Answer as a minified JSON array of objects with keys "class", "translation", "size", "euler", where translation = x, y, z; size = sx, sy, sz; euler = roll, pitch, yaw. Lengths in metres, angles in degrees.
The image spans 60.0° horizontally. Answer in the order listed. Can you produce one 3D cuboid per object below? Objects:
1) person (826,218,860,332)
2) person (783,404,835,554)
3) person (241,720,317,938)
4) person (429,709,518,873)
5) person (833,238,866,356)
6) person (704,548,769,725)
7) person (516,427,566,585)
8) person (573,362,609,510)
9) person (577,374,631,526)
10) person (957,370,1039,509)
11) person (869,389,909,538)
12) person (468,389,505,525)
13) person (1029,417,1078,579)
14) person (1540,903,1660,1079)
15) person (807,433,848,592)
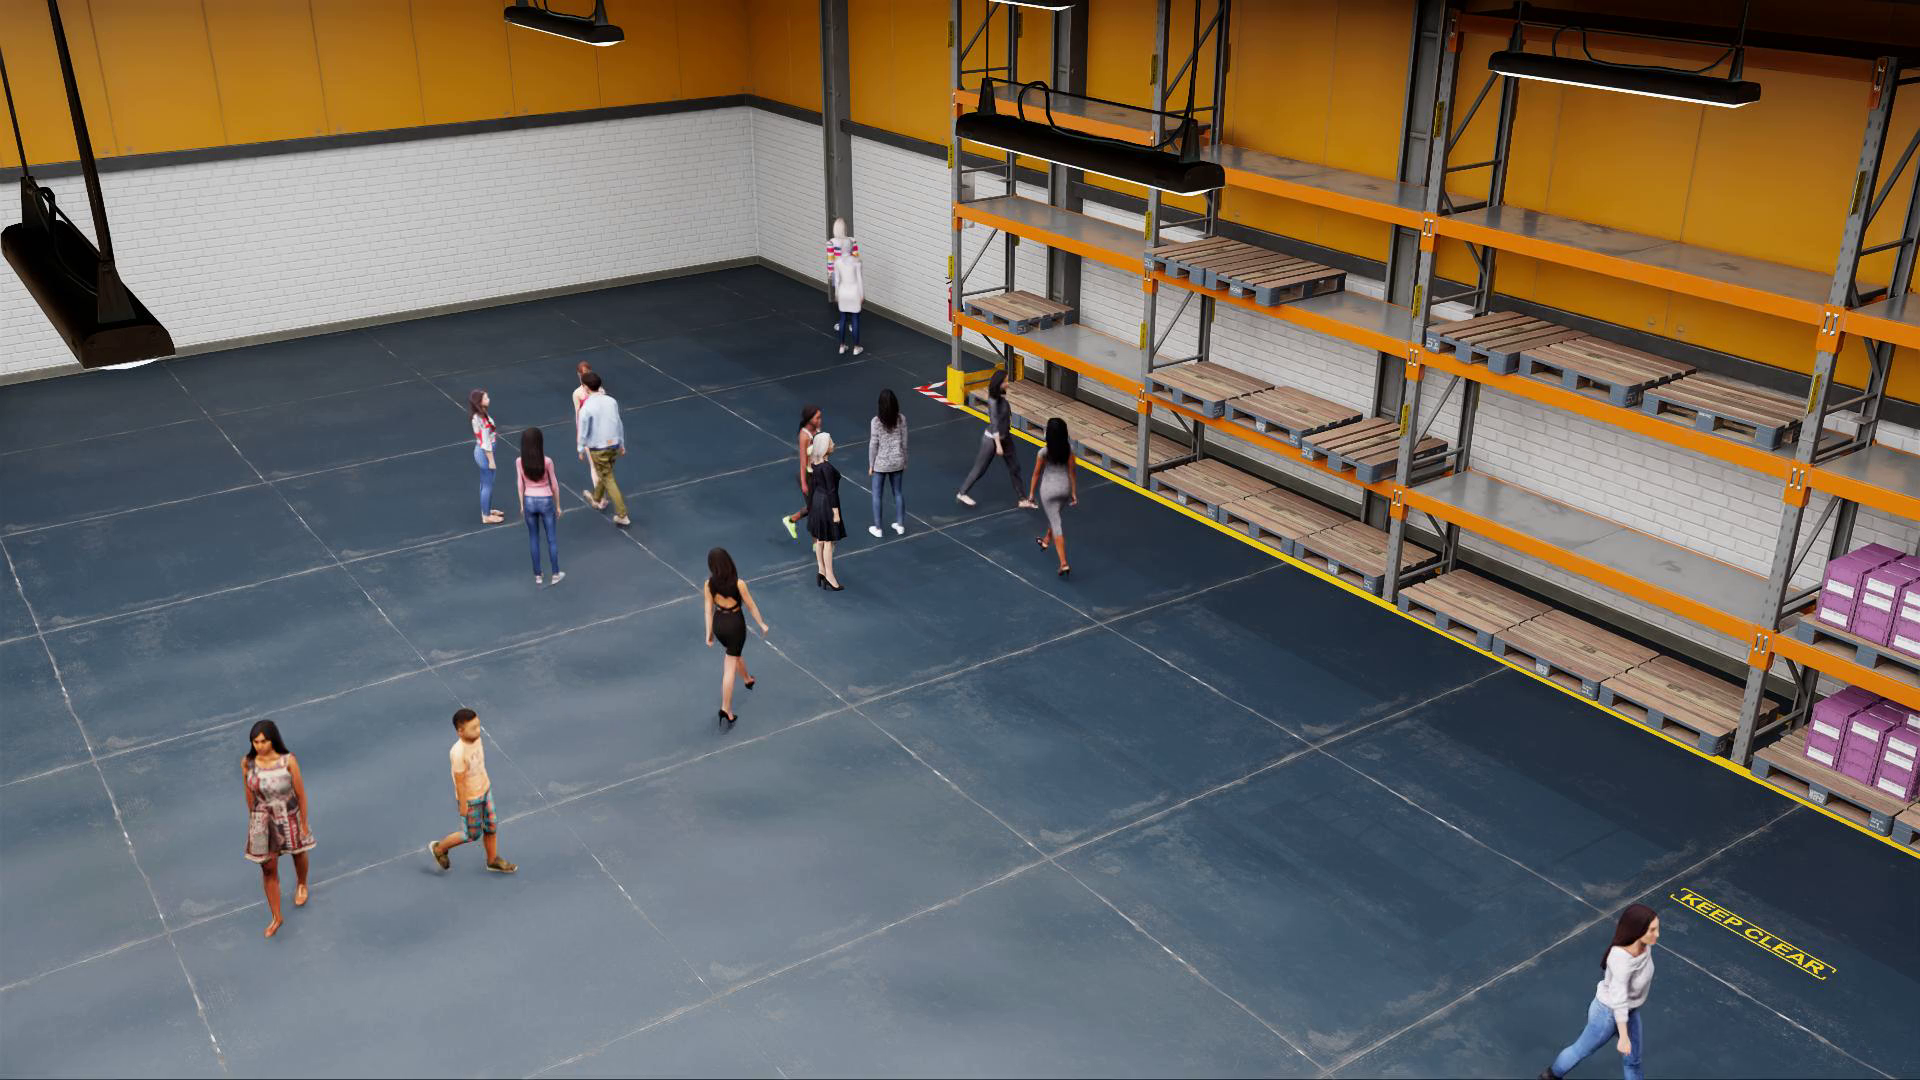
[{"class":"person","translation":[-1.865,-4.222,26.431],"size":[0.714,1.808,0.651],"euler":[-5,24,-12]},{"class":"person","translation":[-1.727,-0.679,18.413],"size":[1.002,1.738,0.830],"euler":[12,26,25]},{"class":"person","translation":[-5.032,2.024,12.374],"size":[0.887,1.621,1.037],"euler":[-3,24,-8]},{"class":"person","translation":[-3.803,1.947,12.774],"size":[0.926,1.443,0.858],"euler":[4,24,10]},{"class":"person","translation":[-1.690,-3.705,25.291],"size":[0.652,1.774,0.750],"euler":[9,25,20]},{"class":"person","translation":[-2.107,0.895,14.989],"size":[1.088,1.596,1.096],"euler":[8,25,18]},{"class":"person","translation":[-4.487,-0.375,17.712],"size":[0.650,1.742,0.669],"euler":[0,24,-1]},{"class":"person","translation":[-4.314,-1.201,19.666],"size":[0.870,1.691,1.239],"euler":[-6,24,-14]},{"class":"person","translation":[-4.044,-1.001,19.111],"size":[1.230,1.769,0.898],"euler":[20,30,38]},{"class":"person","translation":[0.331,-1.141,19.514],"size":[1.258,1.703,1.088],"euler":[7,25,16]},{"class":"person","translation":[-0.810,-0.875,18.875],"size":[0.659,1.727,0.588],"euler":[-10,26,-22]},{"class":"person","translation":[-5.509,-0.985,19.269],"size":[0.694,1.613,0.532],"euler":[-8,25,-18]},{"class":"person","translation":[1.062,-0.418,17.817],"size":[0.788,1.736,1.162],"euler":[-9,25,-20]},{"class":"person","translation":[3.988,2.924,10.359],"size":[1.105,1.587,0.785],"euler":[20,30,38]},{"class":"person","translation":[-1.407,-0.311,17.561],"size":[0.684,1.747,0.541],"euler":[-12,26,-25]}]
